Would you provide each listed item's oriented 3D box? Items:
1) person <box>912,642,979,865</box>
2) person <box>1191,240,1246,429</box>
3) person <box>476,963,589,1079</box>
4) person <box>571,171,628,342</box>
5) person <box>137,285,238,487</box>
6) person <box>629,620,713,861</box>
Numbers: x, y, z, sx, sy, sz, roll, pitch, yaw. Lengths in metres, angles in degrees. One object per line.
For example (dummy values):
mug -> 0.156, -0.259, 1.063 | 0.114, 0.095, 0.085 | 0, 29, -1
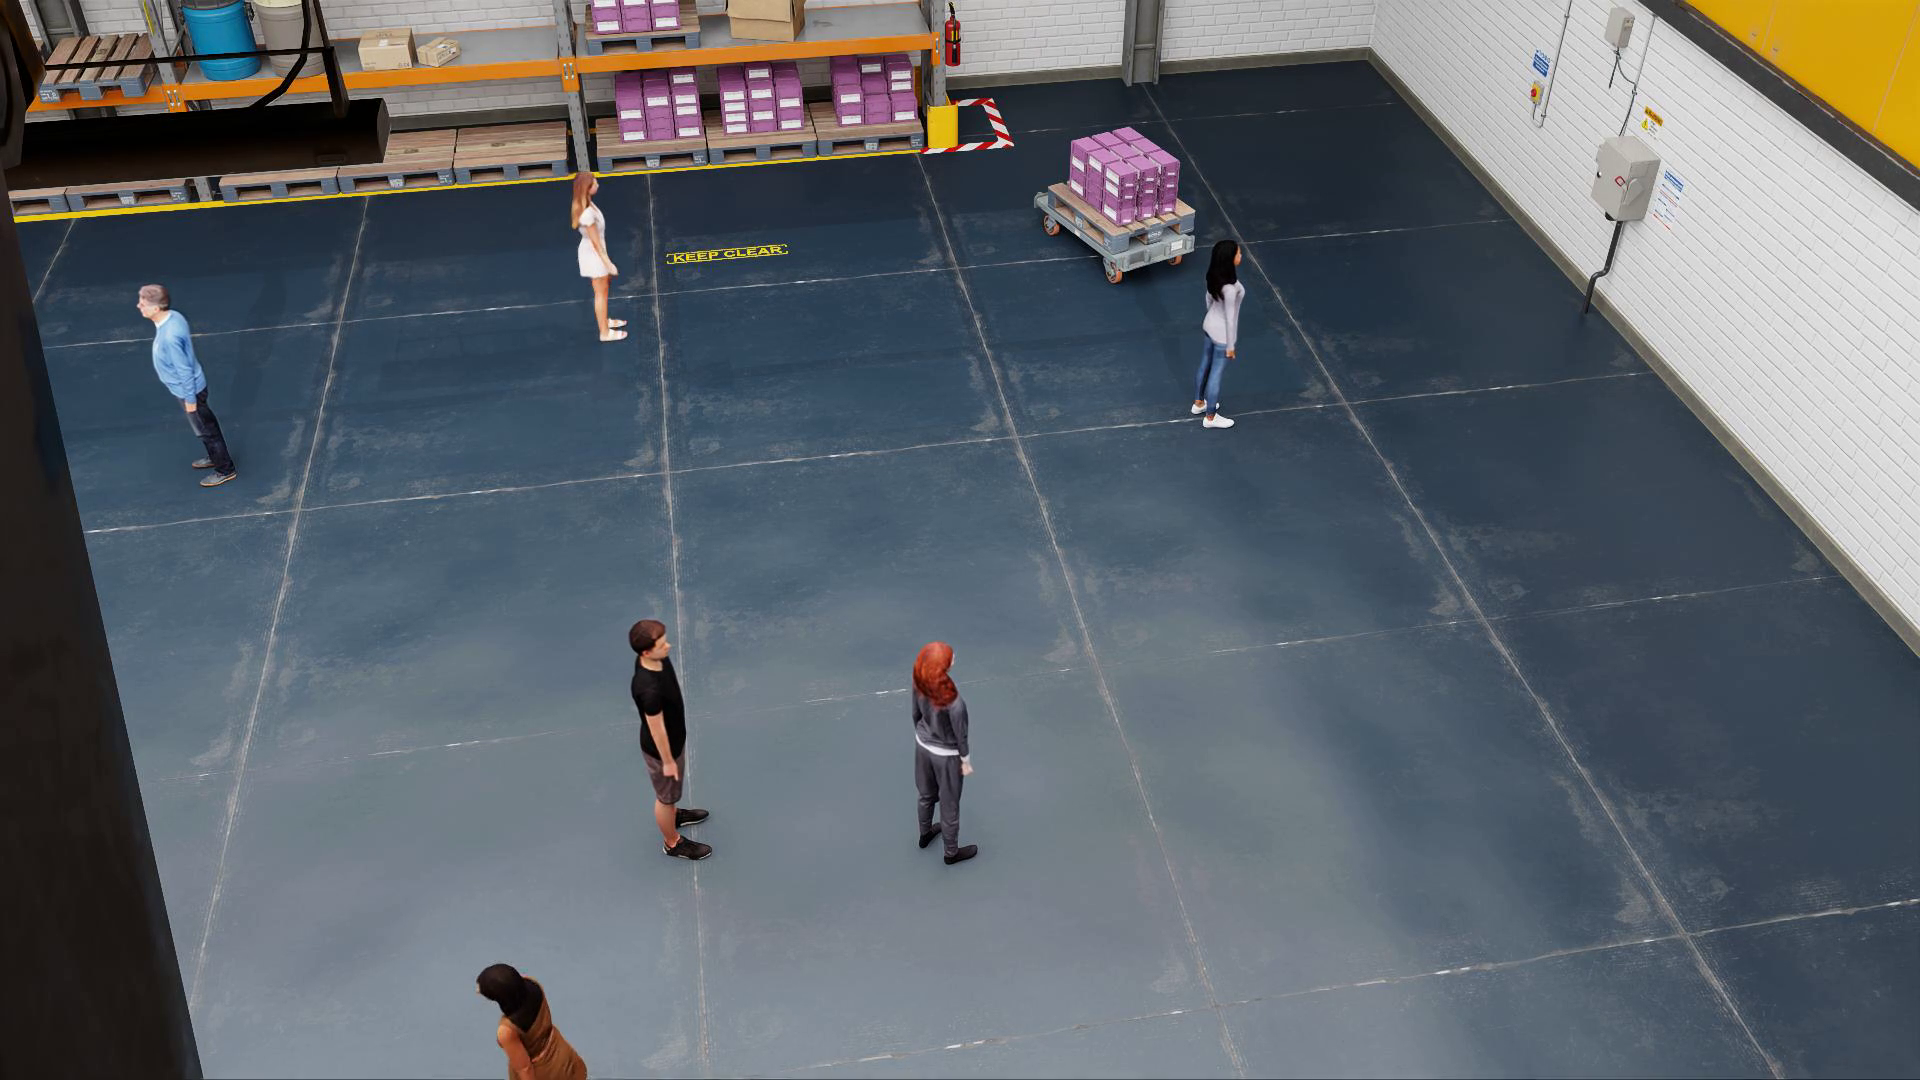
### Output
person -> -0.122, 1.305, 10.252 | 0.656, 1.779, 0.680 | 32, 48, 33
person -> 2.189, -1.760, 14.125 | 0.549, 1.736, 0.627 | -10, 40, -12
person -> -2.107, 2.715, 8.587 | 0.885, 1.654, 0.766 | 9, 39, 10
person -> -3.377, -2.573, 15.179 | 0.612, 1.690, 0.606 | -10, 40, -12
person -> -6.249, -1.271, 13.447 | 0.660, 1.817, 0.714 | -18, 42, -21
person -> -1.845, 1.210, 10.306 | 0.575, 1.861, 0.666 | -5, 39, -6
